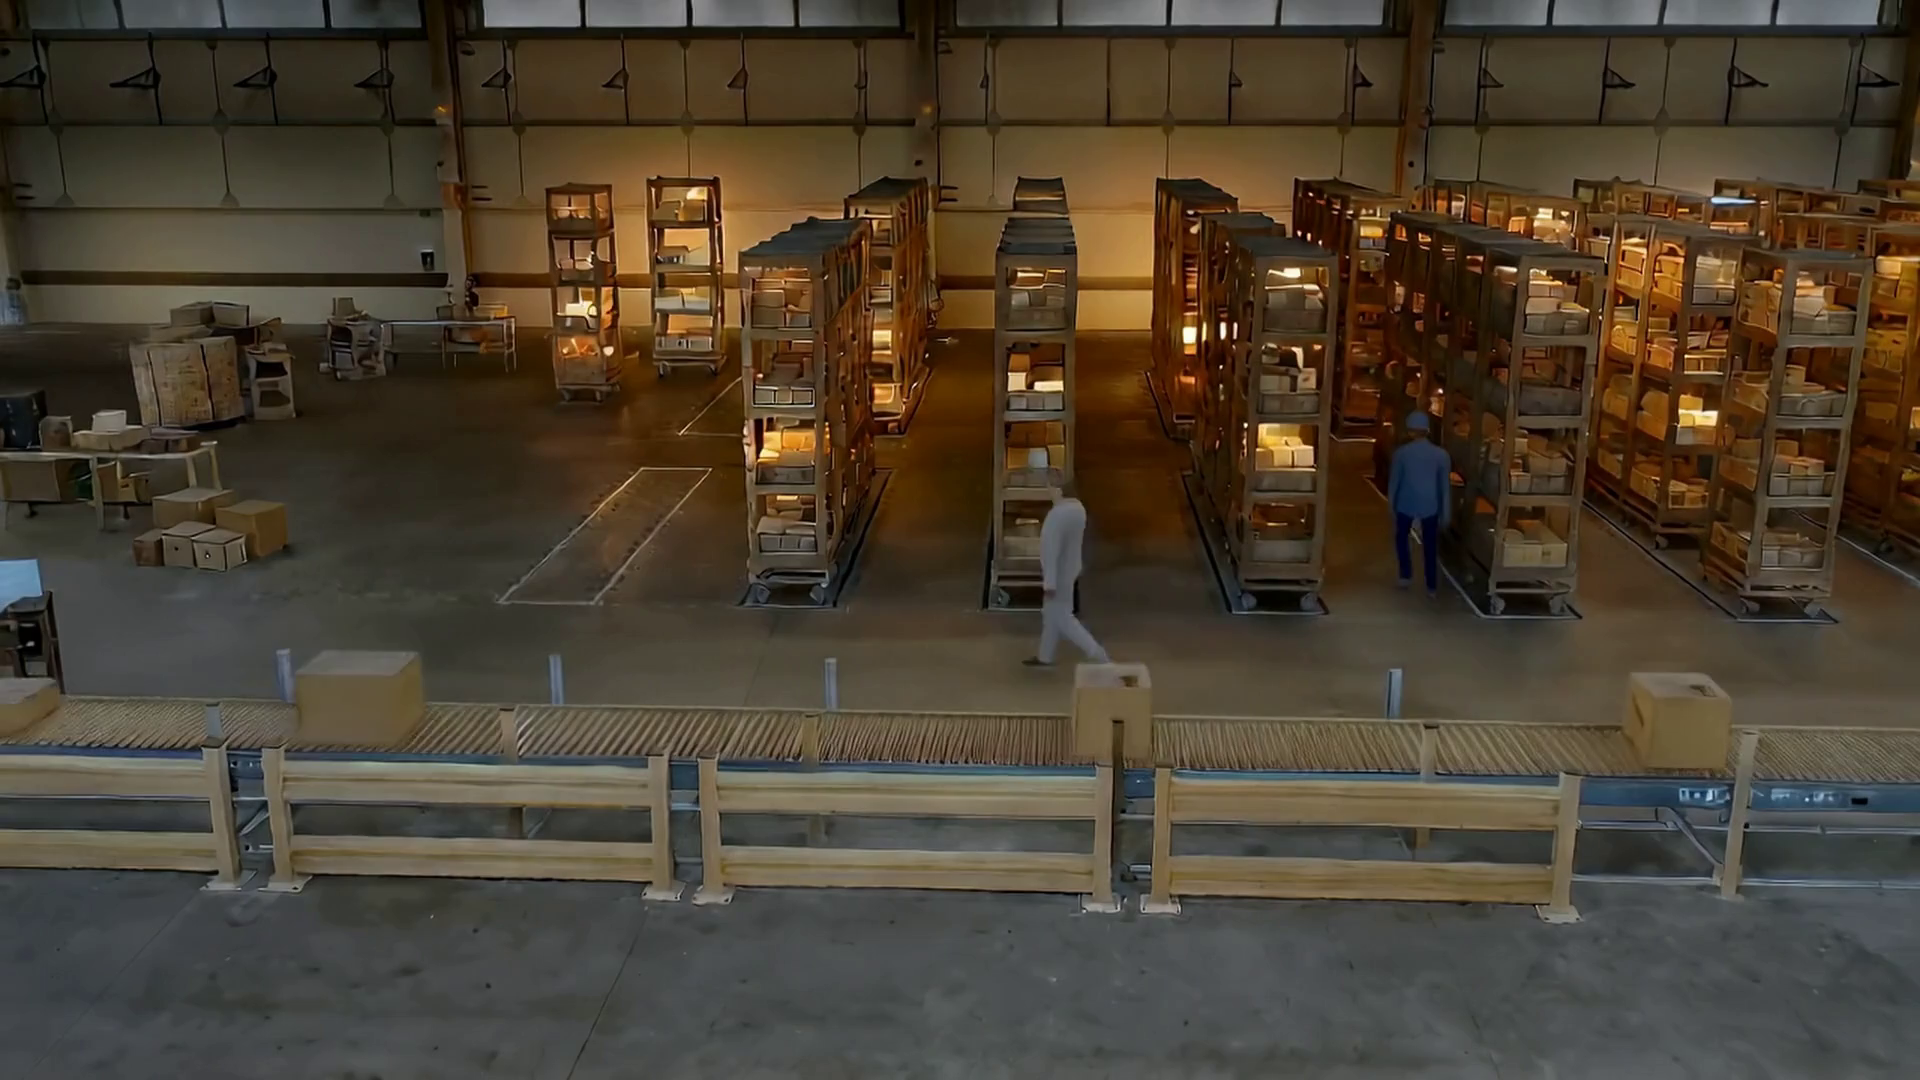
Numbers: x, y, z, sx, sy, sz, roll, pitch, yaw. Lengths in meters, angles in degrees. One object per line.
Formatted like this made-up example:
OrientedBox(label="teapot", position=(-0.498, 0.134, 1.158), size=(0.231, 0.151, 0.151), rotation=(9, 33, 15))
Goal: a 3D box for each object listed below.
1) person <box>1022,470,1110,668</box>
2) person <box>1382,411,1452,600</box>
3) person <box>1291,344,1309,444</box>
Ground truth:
OrientedBox(label="person", position=(0.961, 0.304, 14.854), size=(0.822, 1.883, 0.650), rotation=(6, 16, 22))
OrientedBox(label="person", position=(4.701, -0.335, 17.081), size=(0.693, 1.949, 0.601), rotation=(0, 15, -1))
OrientedBox(label="person", position=(4.761, -2.034, 23.595), size=(0.567, 1.841, 0.377), rotation=(-9, 17, -29))
